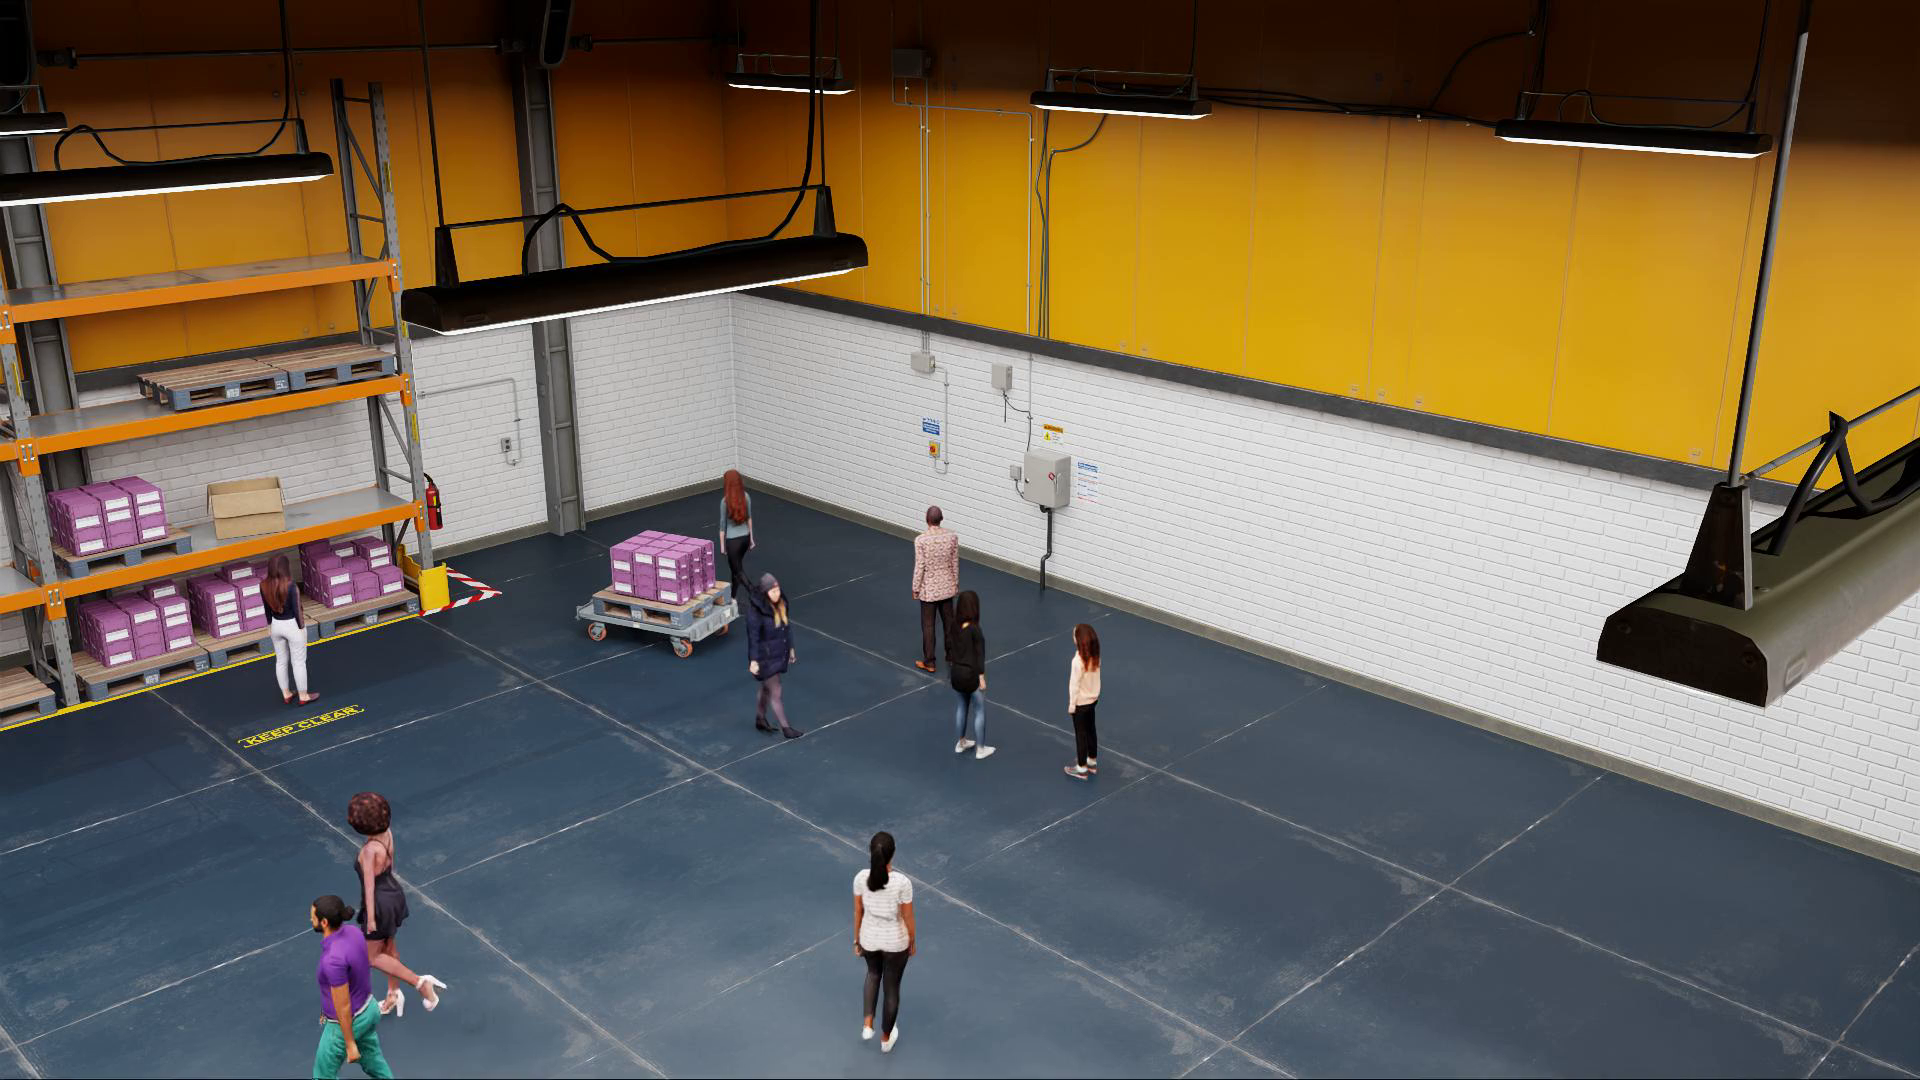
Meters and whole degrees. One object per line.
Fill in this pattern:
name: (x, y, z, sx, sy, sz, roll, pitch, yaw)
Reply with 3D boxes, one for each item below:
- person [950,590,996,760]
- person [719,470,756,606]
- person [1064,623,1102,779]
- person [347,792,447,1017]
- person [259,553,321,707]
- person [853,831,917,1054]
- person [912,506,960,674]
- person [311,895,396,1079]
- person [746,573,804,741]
person: (0.042, 1.272, 15.685, 0.559, 1.639, 0.606, -17, 25, -41)
person: (-2.516, 0.073, 19.129, 1.044, 1.714, 0.659, -17, 25, -41)
person: (1.152, 1.471, 15.338, 0.661, 1.484, 0.510, 11, 21, 29)
person: (-3.940, 2.576, 11.598, 0.886, 1.776, 0.832, 1, 19, 1)
person: (-6.798, 0.901, 16.844, 0.675, 1.603, 0.682, 5, 19, 15)
person: (-0.530, 2.767, 11.252, 0.670, 1.635, 0.715, 6, 19, 16)
person: (-0.254, 0.511, 17.681, 0.643, 1.807, 0.820, -9, 21, -26)
person: (-3.693, 3.011, 10.363, 1.032, 1.740, 0.970, -1, 19, -3)
person: (-1.913, 1.110, 16.140, 0.858, 1.655, 0.900, 11, 21, 29)
